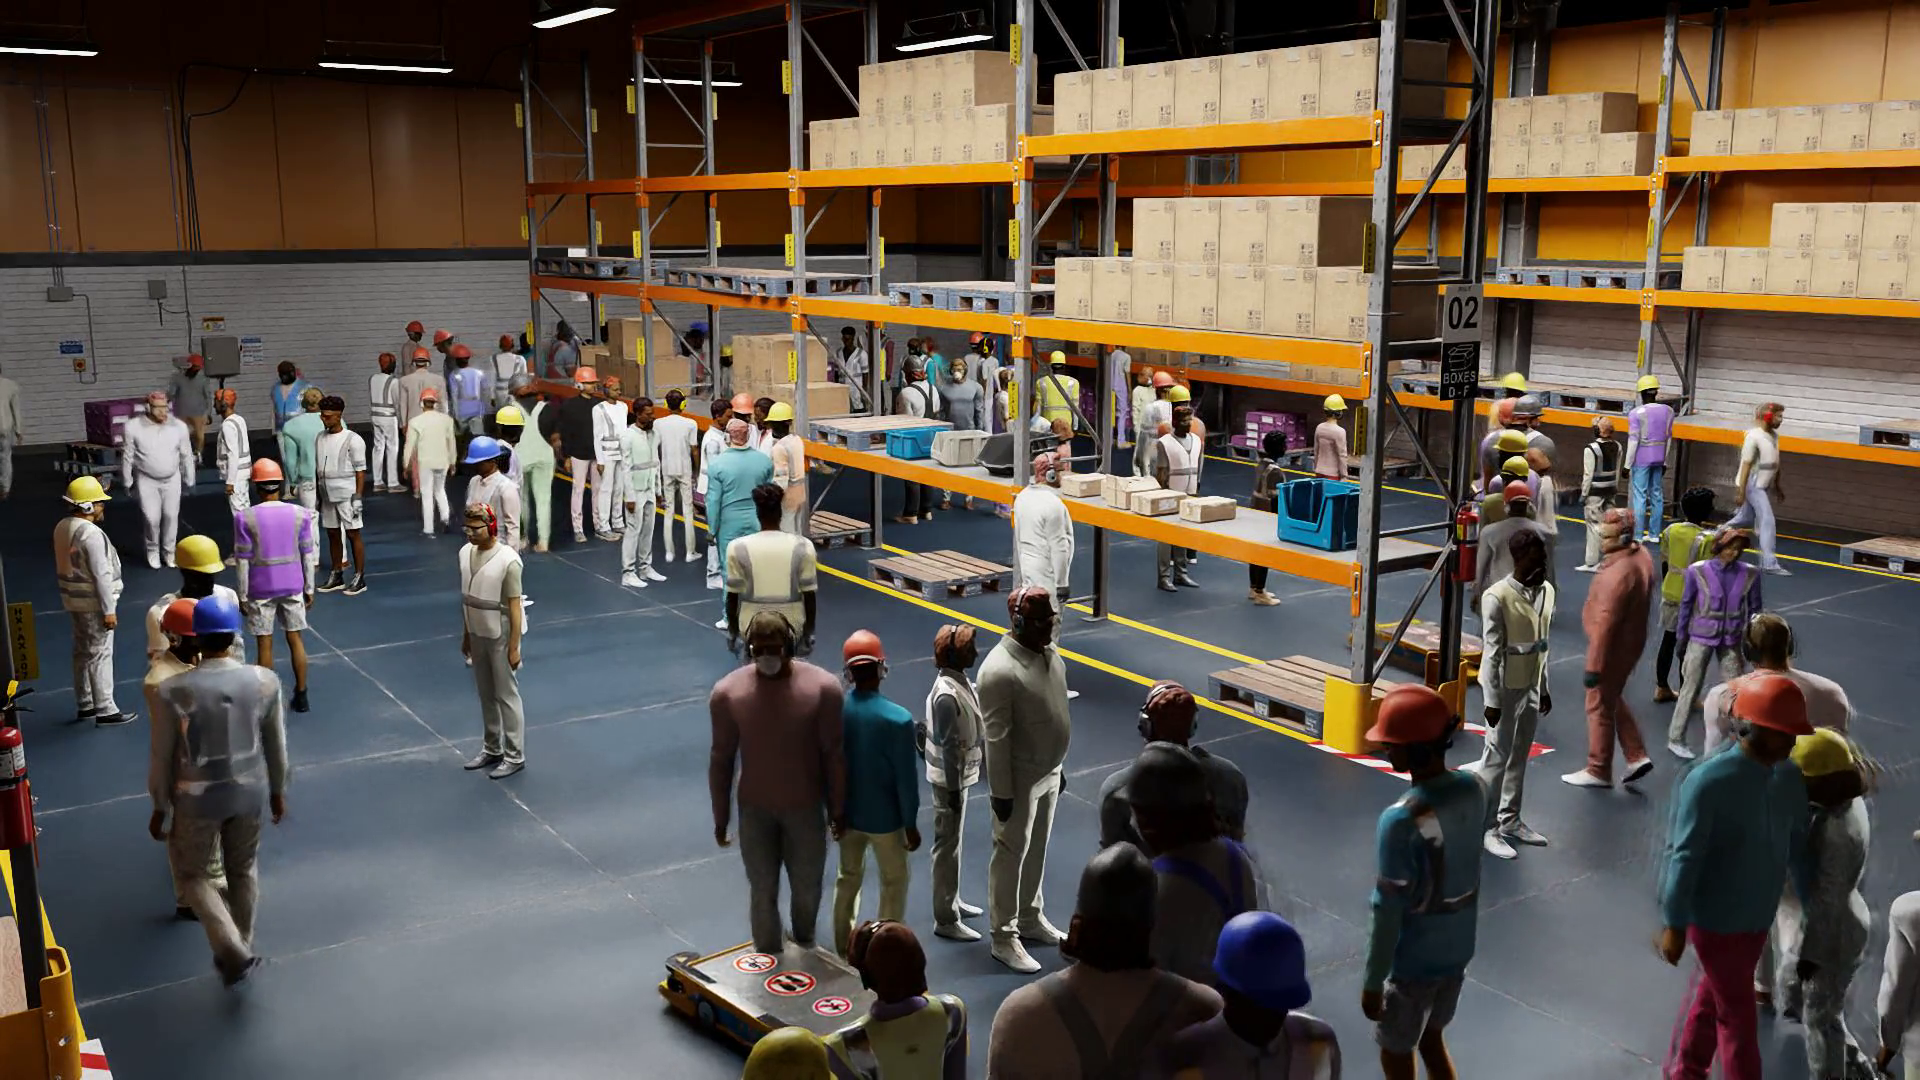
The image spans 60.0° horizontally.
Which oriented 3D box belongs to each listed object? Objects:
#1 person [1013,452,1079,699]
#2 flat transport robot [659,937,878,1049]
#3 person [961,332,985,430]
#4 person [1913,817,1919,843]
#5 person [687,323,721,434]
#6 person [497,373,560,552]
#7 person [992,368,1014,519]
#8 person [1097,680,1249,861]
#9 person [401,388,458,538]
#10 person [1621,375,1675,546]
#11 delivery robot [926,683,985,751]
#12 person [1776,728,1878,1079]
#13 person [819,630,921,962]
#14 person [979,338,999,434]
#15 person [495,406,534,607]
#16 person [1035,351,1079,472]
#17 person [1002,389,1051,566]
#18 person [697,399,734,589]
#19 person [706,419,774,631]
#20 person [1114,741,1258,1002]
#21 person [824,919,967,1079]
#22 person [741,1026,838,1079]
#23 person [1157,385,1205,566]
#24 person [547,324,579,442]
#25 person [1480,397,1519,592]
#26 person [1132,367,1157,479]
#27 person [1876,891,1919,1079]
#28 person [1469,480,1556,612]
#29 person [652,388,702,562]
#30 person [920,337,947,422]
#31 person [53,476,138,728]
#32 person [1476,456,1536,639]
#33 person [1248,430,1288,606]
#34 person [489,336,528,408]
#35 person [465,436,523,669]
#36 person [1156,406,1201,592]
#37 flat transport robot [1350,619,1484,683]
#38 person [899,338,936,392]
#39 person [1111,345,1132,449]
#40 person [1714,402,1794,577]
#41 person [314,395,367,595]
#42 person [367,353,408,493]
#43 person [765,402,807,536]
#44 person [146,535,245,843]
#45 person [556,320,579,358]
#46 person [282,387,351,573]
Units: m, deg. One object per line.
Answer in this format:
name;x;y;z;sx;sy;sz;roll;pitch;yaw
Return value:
person;0.677;0.268;12.819;0.406;1.911;0.639;-5;12;-25
flat transport robot;-0.708;2.122;7.535;0.652;0.197;1.431;-10;15;-40
person;0.251;-2.207;25.444;0.544;1.929;0.388;9;14;37
person;5.896;0.896;9.767;0.345;1.847;0.508;8;14;35
person;-4.287;-2.702;28.069;0.713;1.898;0.472;-6;13;-29
person;-4.796;-0.902;18.471;0.695;2.000;1.008;-5;12;-25
person;0.567;-1.184;20.418;0.345;1.845;0.508;-3;11;-13
person;0.802;1.486;6.593;0.653;1.906;0.408;-4;12;-21
person;-6.143;-0.887;19.221;0.393;1.725;0.661;10;15;43
person;7.720;-0.890;18.727;0.584;1.917;0.385;-4;12;-18
delivery robot;0.072;1.208;11.241;0.477;0.478;0.707;-7;13;-31
person;3.455;1.563;6.672;0.378;1.711;0.536;6;13;30
person;-0.431;1.292;8.030;0.579;1.734;0.346;7;13;32
person;0.429;-2.131;25.228;0.326;1.863;0.509;5;12;24
person;-4.266;-0.313;15.784;0.395;1.919;0.582;-4;12;-21
person;1.291;-1.550;22.112;0.583;1.918;0.403;1;11;4
person;0.726;-0.653;17.508;0.596;1.916;0.372;9;14;39
person;-2.414;-0.458;16.554;0.391;1.905;0.598;0;11;-1
person;-1.979;-0.135;14.890;0.653;1.905;0.408;-7;13;-31
person;0.776;1.633;5.495;0.853;2.000;0.686;7;13;33
person;-0.193;1.926;5.028;0.511;1.640;0.309;-8;14;-37
person;-0.448;2.044;4.193;0.489;1.730;0.324;9;14;38
person;2.320;-0.678;17.652;0.582;1.919;0.396;-7;13;-30
person;-6.382;-2.536;26.832;0.534;2.000;0.825;-9;14;-39
person;5.219;-0.405;16.050;0.637;1.983;0.640;-8;14;-37
person;2.575;-1.599;23.113;0.293;1.622;0.505;11;15;44
person;3.451;1.742;5.700;0.561;1.742;0.337;6;13;29
person;4.150;0.411;12.536;0.582;1.728;0.538;0;11;0
person;-3.033;-0.694;17.844;0.534;1.868;0.309;1;11;3
person;-0.394;-2.289;26.171;0.584;1.803;0.589;-1;11;-6
person;-6.308;0.446;12.104;0.598;1.830;0.403;9;14;38
person;4.485;0.188;13.615;0.340;1.760;0.525;-7;13;-32
person;2.936;-0.213;15.848;0.327;1.686;0.531;-1;11;-6
person;-7.069;-2.297;26.155;0.584;1.820;1.028;-1;11;-5
person;-3.806;0.111;13.535;0.602;1.943;0.393;9;14;38
person;2.156;-0.421;16.505;0.570;1.843;0.373;-9;14;-39
flat transport robot;3.937;0.898;13.799;0.652;0.197;1.431;-5;12;-23
person;-0.677;-2.168;25.460;0.624;1.844;0.430;7;13;31
person;2.516;-2.372;26.513;0.517;1.839;0.342;11;15;44
person;8.256;-0.560;17.366;0.956;1.804;0.555;10;15;42
person;-6.090;-0.442;16.307;0.603;1.966;0.367;5;12;22
person;-7.703;-1.573;22.345;0.581;1.877;0.375;6;13;30
person;-1.682;-0.364;16.009;0.387;1.926;0.591;3;11;14
person;-4.334;0.906;9.553;0.413;1.915;0.592;5;12;24
person;-6.725;-2.823;28.585;0.382;1.931;0.627;-1;11;-5
person;-6.663;-0.619;17.282;0.630;1.939;0.371;-3;12;-17
